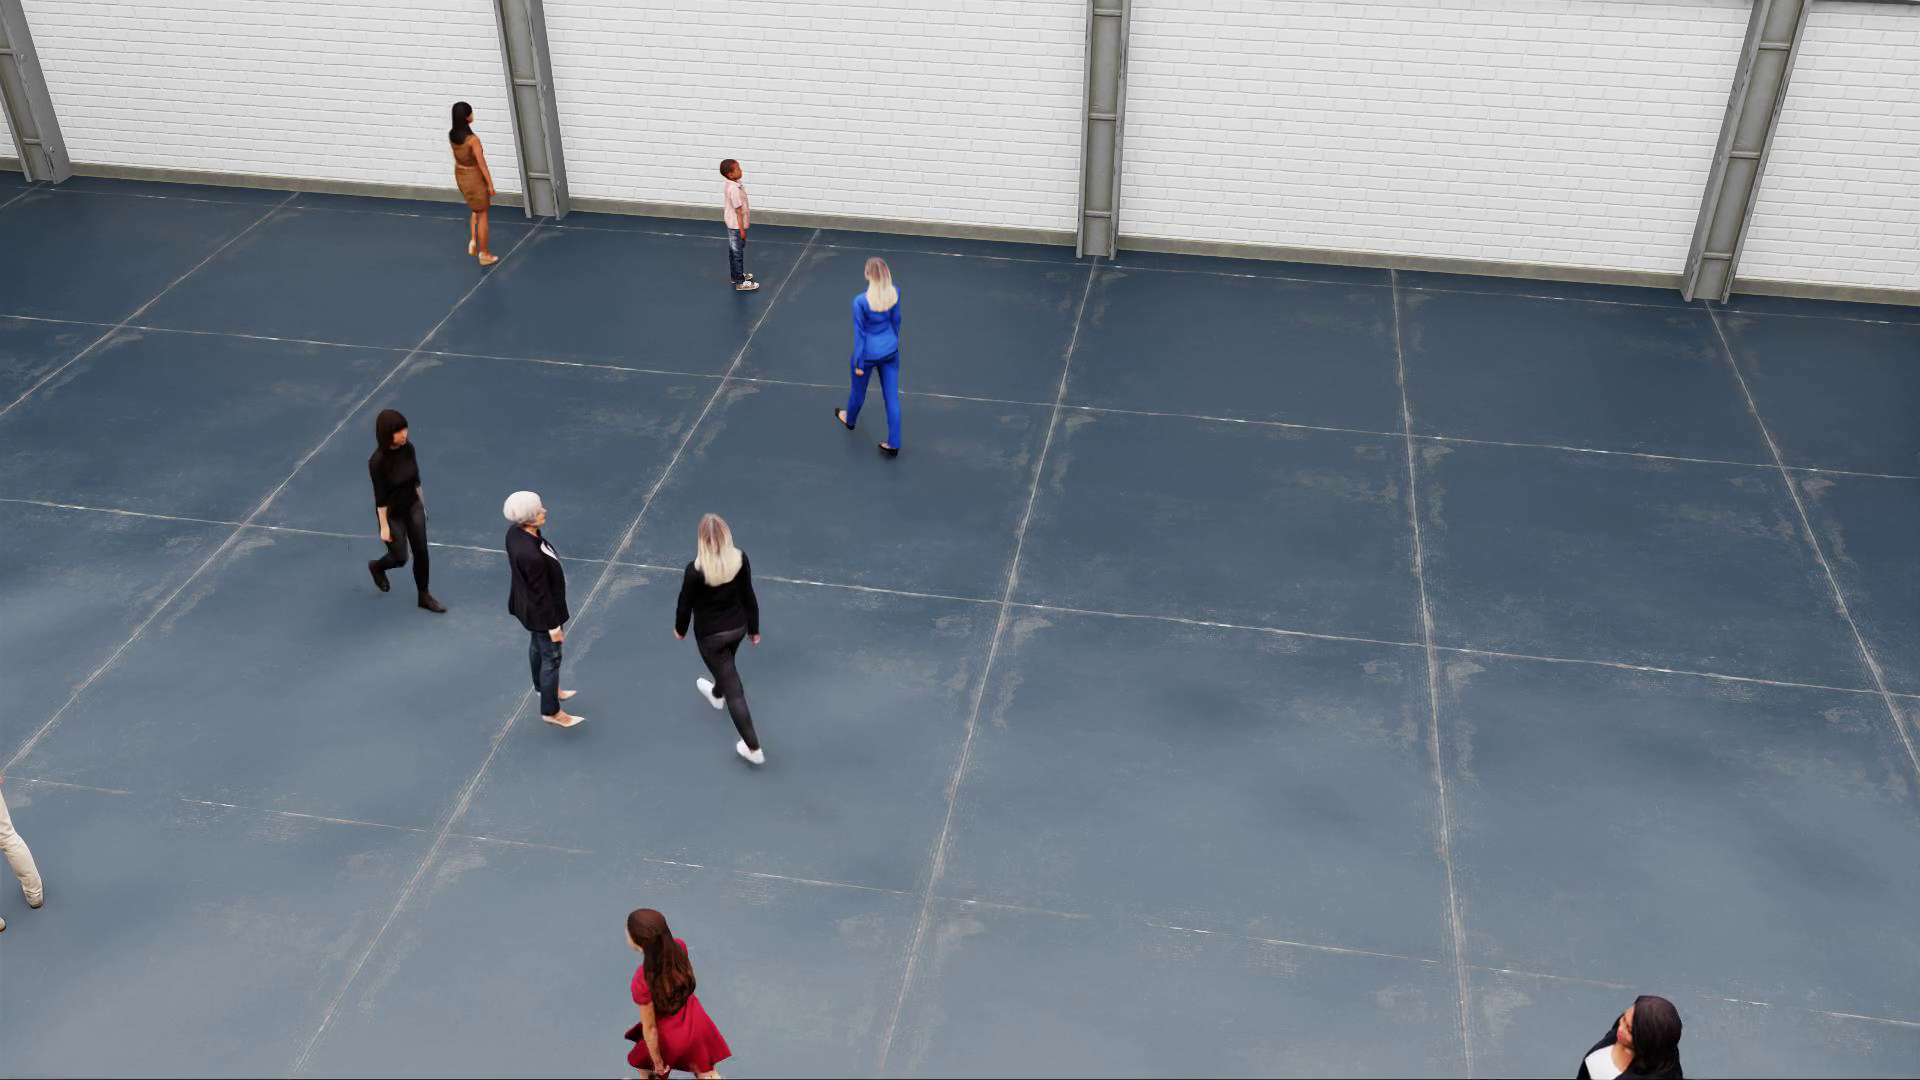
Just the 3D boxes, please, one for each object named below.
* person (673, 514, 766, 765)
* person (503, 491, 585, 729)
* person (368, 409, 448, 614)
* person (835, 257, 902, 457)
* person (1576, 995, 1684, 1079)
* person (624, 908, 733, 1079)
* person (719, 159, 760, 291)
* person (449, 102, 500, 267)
[{"bbox_3d":[-1.427,0.659,10.299,1.090,1.636,1.186,-24,40,-31],"label":"person"},{"bbox_3d":[-2.617,0.394,10.424,0.772,1.779,0.835,-13,36,-19],"label":"person"},{"bbox_3d":[-3.963,-0.202,11.603,0.920,1.625,0.754,18,38,25],"label":"person"},{"bbox_3d":[-0.615,-1.437,13.423,1.068,1.668,1.115,-20,39,-27],"label":"person"},{"bbox_3d":[3.019,2.606,7.408,1.100,1.594,0.836,-4,34,-5],"label":"person"},{"bbox_3d":[-1.291,2.351,7.860,1.146,1.516,0.864,23,40,31],"label":"person"},{"bbox_3d":[-2.191,-3.096,16.245,0.612,1.306,0.583,-10,35,-15],"label":"person"},{"bbox_3d":[-4.895,-3.503,16.520,0.660,1.680,0.758,22,39,29],"label":"person"}]
